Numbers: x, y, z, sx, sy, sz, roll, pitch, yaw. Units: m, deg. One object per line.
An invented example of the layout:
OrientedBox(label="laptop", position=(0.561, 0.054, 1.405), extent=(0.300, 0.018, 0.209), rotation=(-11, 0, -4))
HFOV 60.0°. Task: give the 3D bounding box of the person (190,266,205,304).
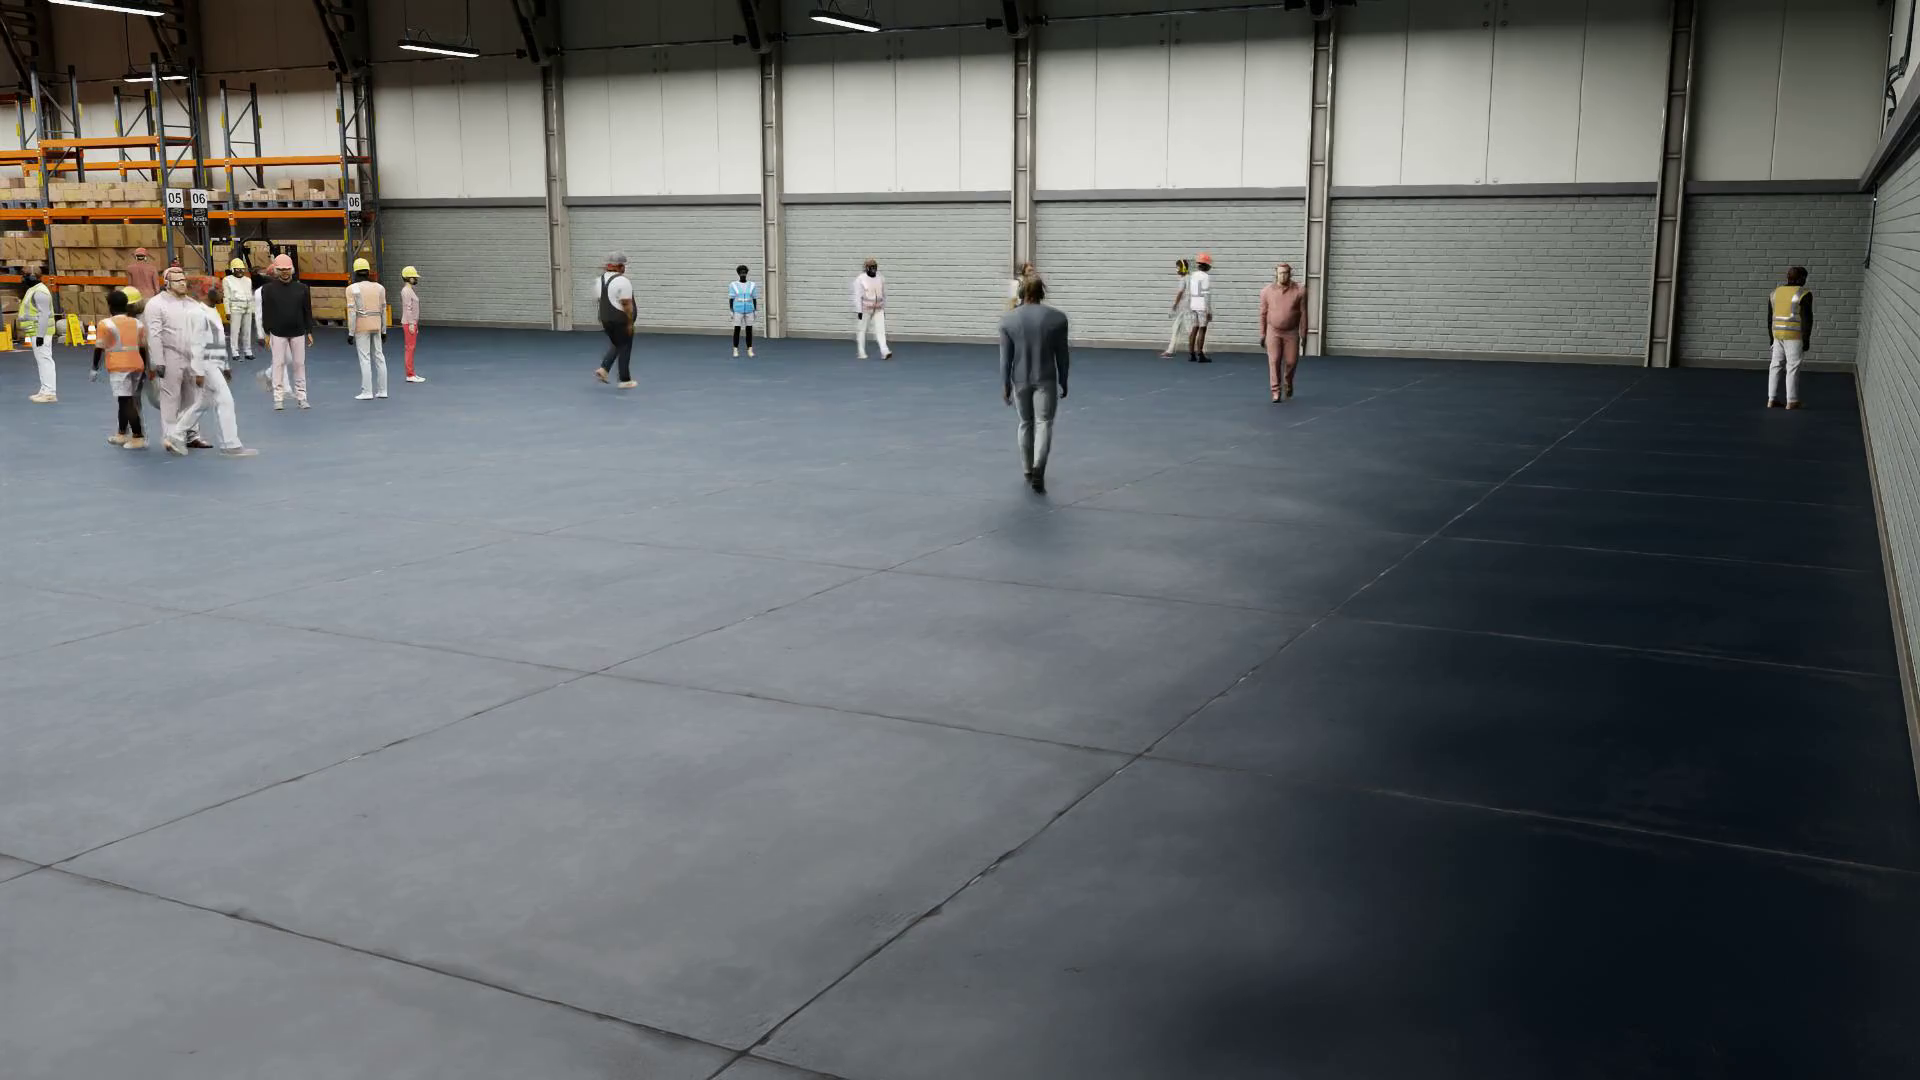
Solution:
OrientedBox(label="person", position=(-17.542, -5.560, 38.299), extent=(0.885, 1.589, 0.514), rotation=(6, 12, 28))

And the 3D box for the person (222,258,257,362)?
OrientedBox(label="person", position=(-12.810, -4.090, 29.614), extent=(0.404, 1.830, 0.602), rotation=(6, 12, 30))

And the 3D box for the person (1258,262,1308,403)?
OrientedBox(label="person", position=(4.352, -2.805, 22.450), extent=(0.660, 1.886, 0.547), rotation=(2, 11, 10))

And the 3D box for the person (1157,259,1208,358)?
OrientedBox(label="person", position=(4.109, -4.197, 30.291), extent=(0.968, 1.814, 0.481), rotation=(3, 11, 15))

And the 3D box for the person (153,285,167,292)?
OrientedBox(label="person", position=(-18.455, -5.761, 38.621), extent=(0.824, 1.876, 0.663), rotation=(5, 12, 27))

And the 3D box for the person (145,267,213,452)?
OrientedBox(label="person", position=(-8.126, -1.881, 17.365), extent=(0.406, 1.911, 0.639), rotation=(4, 11, 22))

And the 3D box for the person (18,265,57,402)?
OrientedBox(label="person", position=(-12.439, -2.778, 22.434), extent=(0.430, 1.845, 0.620), rotation=(-7, 12, -33))

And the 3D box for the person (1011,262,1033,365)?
OrientedBox(label="person", position=(1.140, -3.751, 27.862), extent=(0.982, 1.791, 0.535), rotation=(9, 14, 40))

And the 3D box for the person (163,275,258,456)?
OrientedBox(label="person", position=(-7.708, -1.760, 16.904), extent=(0.893, 1.849, 0.592), rotation=(-2, 11, -12))

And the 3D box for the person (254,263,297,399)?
OrientedBox(label="person", position=(-9.438, -2.867, 22.875), extent=(0.759, 1.860, 0.637), rotation=(6, 12, 32))

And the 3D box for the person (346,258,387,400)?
OrientedBox(label="person", position=(-8.125, -2.880, 22.766), extent=(0.382, 1.921, 0.591), rotation=(8, 13, 37))

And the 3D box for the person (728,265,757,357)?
OrientedBox(label="person", position=(-3.992, -4.207, 30.621), extent=(0.540, 1.695, 0.317), rotation=(-4, 11, -19))

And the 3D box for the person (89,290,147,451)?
OrientedBox(label="person", position=(-8.846, -1.776, 17.443), extent=(0.765, 1.653, 0.547), rotation=(4, 11, 20))

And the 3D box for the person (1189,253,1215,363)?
OrientedBox(label="person", position=(4.281, -4.093, 29.430), extent=(0.396, 1.924, 0.595), rotation=(-4, 11, -22))

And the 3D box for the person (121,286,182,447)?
OrientedBox(label="person", position=(-8.697, -1.864, 17.807), extent=(0.491, 1.706, 0.689), rotation=(4, 11, 20))

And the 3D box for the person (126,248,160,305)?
OrientedBox(label="person", position=(-16.841, -5.033, 34.344), extent=(0.610, 1.986, 0.401), rotation=(-4, 11, -20))

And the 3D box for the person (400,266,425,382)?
OrientedBox(label="person", position=(-8.403, -3.304, 25.513), extent=(0.311, 1.769, 0.525), rotation=(-2, 11, -13))

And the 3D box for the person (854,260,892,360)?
OrientedBox(label="person", position=(-1.584, -4.146, 30.037), extent=(0.654, 1.786, 0.974), rotation=(-5, 12, -27))

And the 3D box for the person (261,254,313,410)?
OrientedBox(label="person", position=(-8.681, -2.683, 21.498), extent=(0.612, 1.995, 0.393), rotation=(-6, 12, -29))

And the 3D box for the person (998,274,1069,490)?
OrientedBox(label="person", position=(0.647, -1.410, 14.816), extent=(0.629, 1.912, 0.942), rotation=(2, 11, 9))

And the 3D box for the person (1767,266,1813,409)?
OrientedBox(label="person", position=(10.771, -2.618, 21.563), extent=(0.430, 1.843, 0.625), rotation=(-4, 11, -21))

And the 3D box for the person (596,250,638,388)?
OrientedBox(label="person", position=(-5.014, -3.258, 24.508), extent=(0.694, 2.000, 0.558), rotation=(9, 14, 41))
